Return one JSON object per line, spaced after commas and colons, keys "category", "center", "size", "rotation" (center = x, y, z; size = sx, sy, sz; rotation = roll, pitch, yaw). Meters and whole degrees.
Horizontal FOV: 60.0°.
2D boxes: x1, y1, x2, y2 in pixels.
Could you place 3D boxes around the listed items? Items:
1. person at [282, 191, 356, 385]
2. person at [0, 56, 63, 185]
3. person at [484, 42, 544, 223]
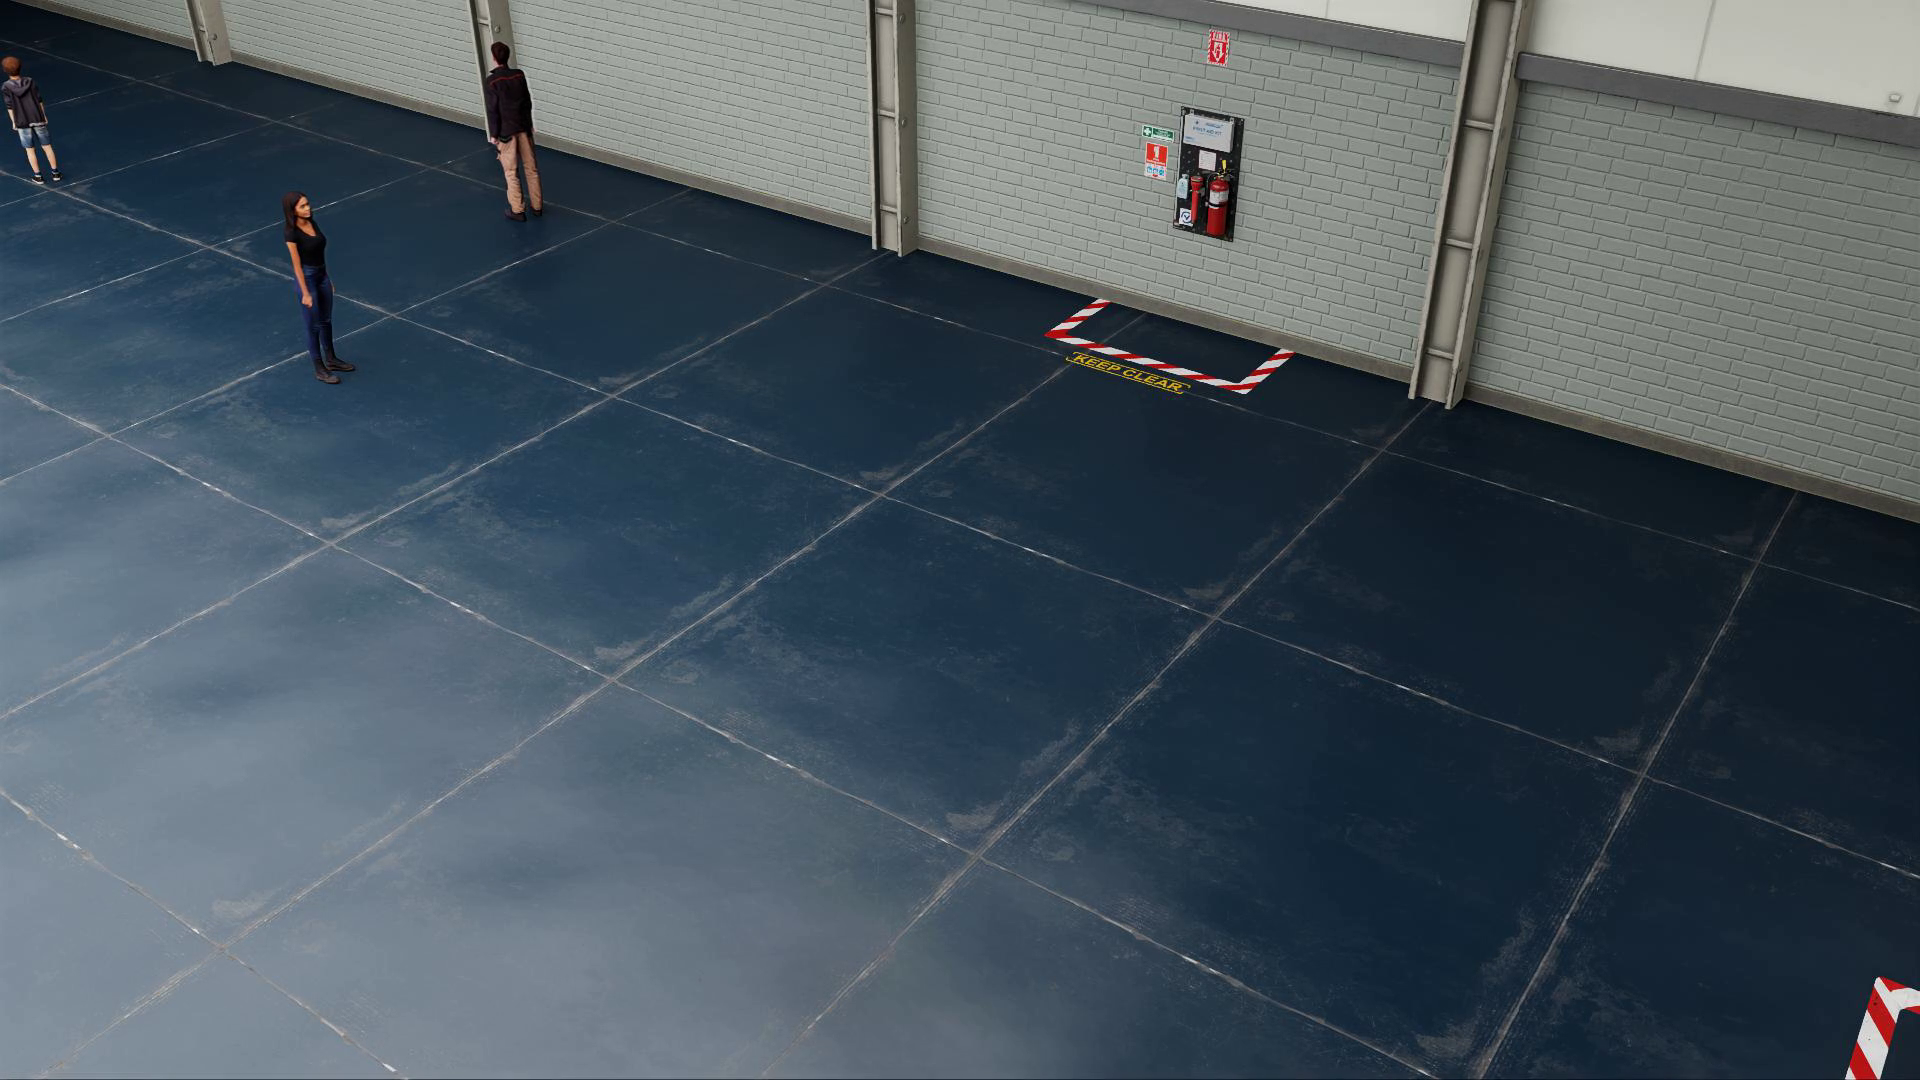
{"category": "person", "center": [-5.725, -2.252, 14.696], "size": [0.638, 1.740, 0.628], "rotation": [7, 33, 11]}
{"category": "person", "center": [-10.653, -4.811, 19.028], "size": [0.601, 1.447, 0.611], "rotation": [-21, 38, -29]}
{"category": "person", "center": [-4.822, -4.398, 17.925], "size": [0.740, 1.925, 0.675], "rotation": [-26, 41, -35]}
